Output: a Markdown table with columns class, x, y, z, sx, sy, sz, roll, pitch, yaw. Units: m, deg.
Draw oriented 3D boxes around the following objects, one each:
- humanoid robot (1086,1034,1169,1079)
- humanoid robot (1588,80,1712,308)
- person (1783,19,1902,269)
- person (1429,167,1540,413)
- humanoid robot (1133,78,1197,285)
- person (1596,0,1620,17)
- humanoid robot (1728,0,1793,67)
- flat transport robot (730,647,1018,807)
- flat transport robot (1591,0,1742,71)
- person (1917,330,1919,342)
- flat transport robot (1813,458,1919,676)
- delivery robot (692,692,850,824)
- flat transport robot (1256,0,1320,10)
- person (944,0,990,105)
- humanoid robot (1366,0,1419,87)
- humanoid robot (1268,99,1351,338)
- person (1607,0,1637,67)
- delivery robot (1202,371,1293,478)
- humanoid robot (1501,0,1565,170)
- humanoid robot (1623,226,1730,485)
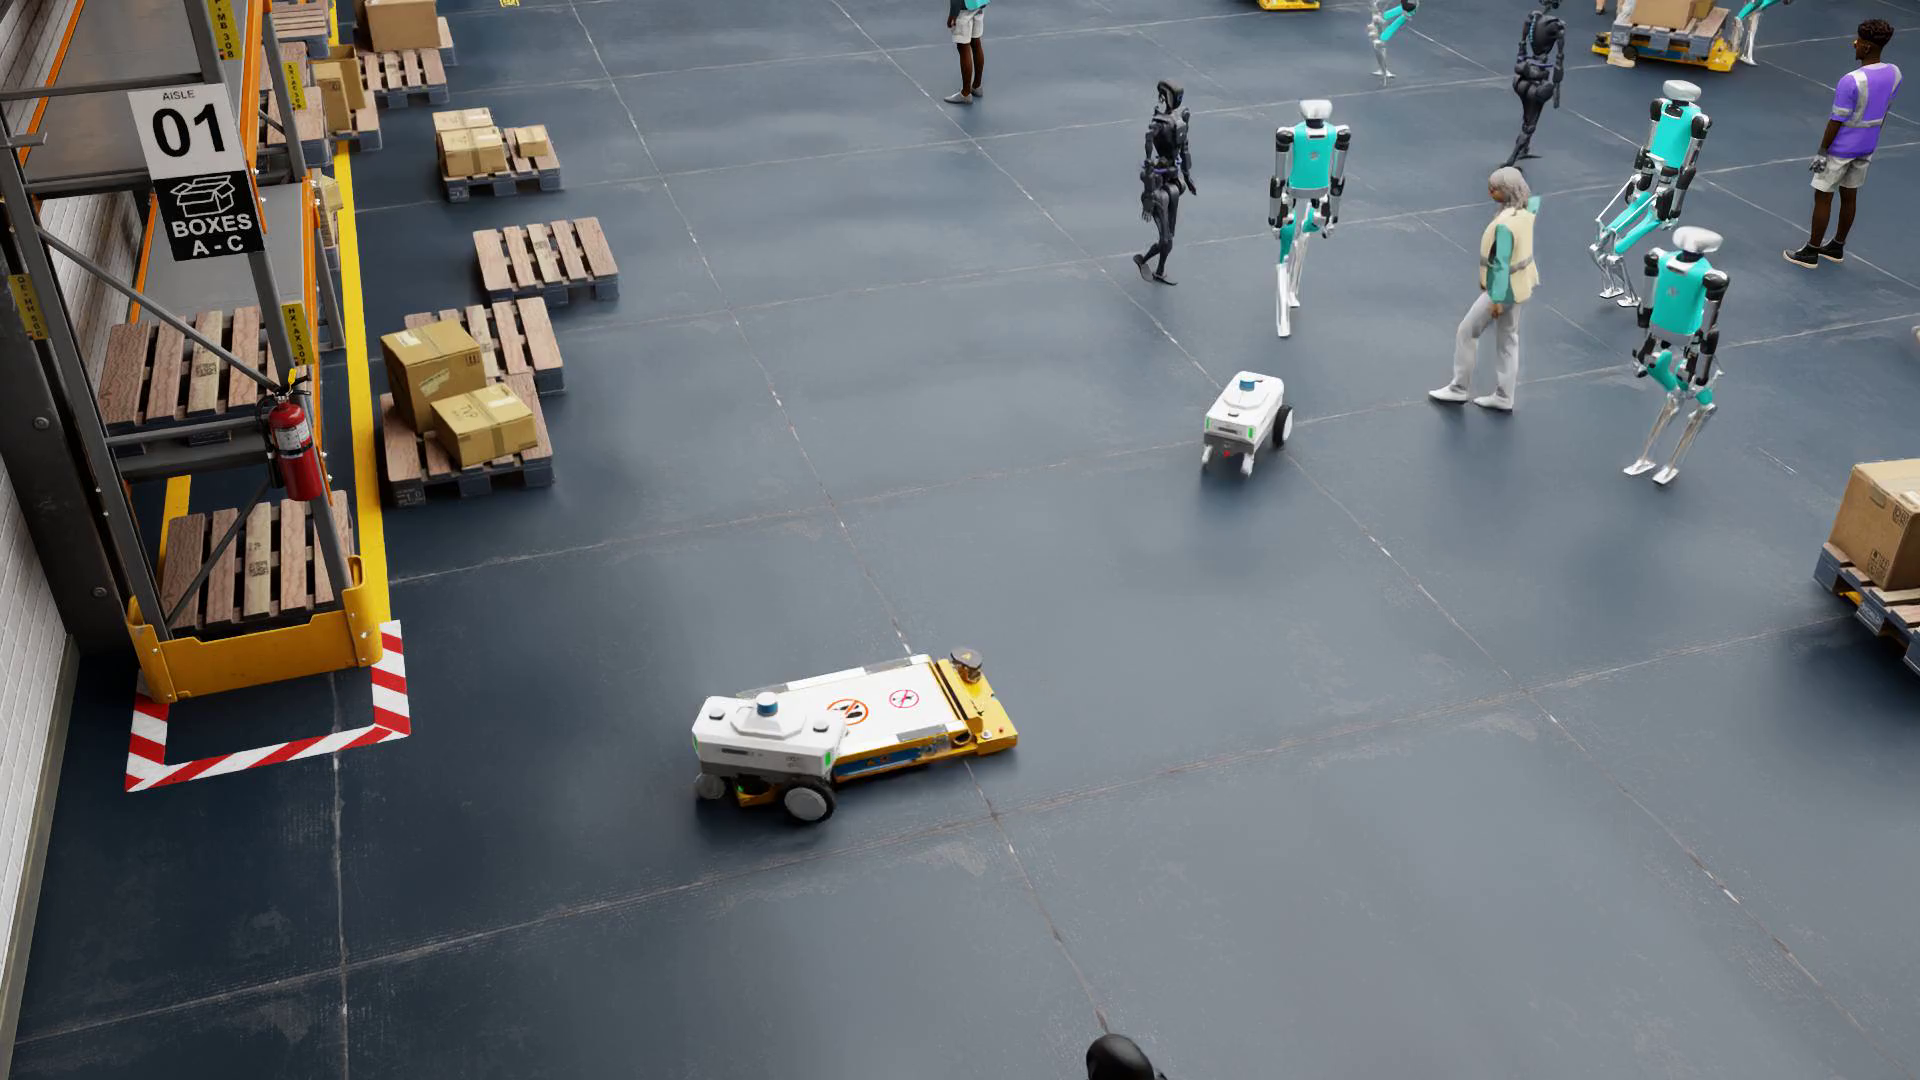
| class | x | y | z | sx | sy | sz | roll | pitch | yaw |
| --- | --- | --- | --- | --- | --- | --- | --- | --- | --- |
| humanoid robot | 0.456 | 2.173 | 5.235 | 0.335 | 1.656 | 0.601 | 27 | 42 | 35 |
| humanoid robot | 4.984 | -2.522 | 12.265 | 0.735 | 1.672 | 0.533 | -12 | 35 | -18 |
| person | 6.976 | -3.100 | 13.073 | 0.606 | 1.959 | 0.370 | -13 | 35 | -20 |
| person | 3.532 | -1.665 | 11.108 | 0.686 | 1.679 | 0.493 | 19 | 38 | 27 |
| humanoid robot | 1.586 | -2.738 | 12.768 | 0.351 | 1.652 | 0.608 | 25 | 40 | 33 |
| person | 7.647 | -6.895 | 19.147 | 0.462 | 1.673 | 0.371 | 21 | 39 | 29 |
| humanoid robot | 8.454 | -5.811 | 17.448 | 0.542 | 1.791 | 0.759 | -5 | 33 | -7 |
| flat transport robot | -0.489 | 0.935 | 8.424 | 1.431 | 0.231 | 0.659 | -11 | 35 | -16 |
| flat transport robot | 7.685 | -5.371 | 18.097 | 1.431 | 0.231 | 0.659 | 17 | 37 | 24 |
| person | 7.209 | -1.894 | 11.328 | 0.553 | 1.842 | 0.926 | -11 | 35 | -16 |
| flat transport robot | 5.456 | 0.492 | 9.104 | 0.659 | 0.231 | 1.431 | -6 | 34 | -8 |
| delivery robot | -0.909 | 0.995 | 8.055 | 0.769 | 0.577 | 0.499 | 6 | 34 | 9 |
| flat transport robot | 3.838 | -6.693 | 20.123 | 0.659 | 0.231 | 1.431 | -3 | 33 | -5 |
| person | 0.076 | -5.295 | 16.450 | 0.422 | 1.941 | 0.552 | 18 | 37 | 25 |
| humanoid robot | 4.480 | -5.516 | 17.030 | 0.786 | 1.837 | 0.561 | 11 | 35 | 16 |
| humanoid robot | 2.493 | -2.434 | 12.260 | 0.542 | 1.787 | 0.865 | -1 | 33 | -1 |
| person | 7.184 | -5.966 | 17.543 | 0.359 | 1.871 | 0.463 | 14 | 36 | 20 |
| delivery robot | 1.851 | -0.796 | 10.828 | 0.499 | 0.606 | 0.807 | 15 | 36 | 21 |
| humanoid robot | 5.221 | -4.165 | 14.980 | 0.606 | 1.633 | 0.608 | -13 | 35 | -19 |
| humanoid robot | 4.480 | -1.140 | 10.237 | 0.754 | 1.747 | 0.534 | -20 | 38 | -28 |
